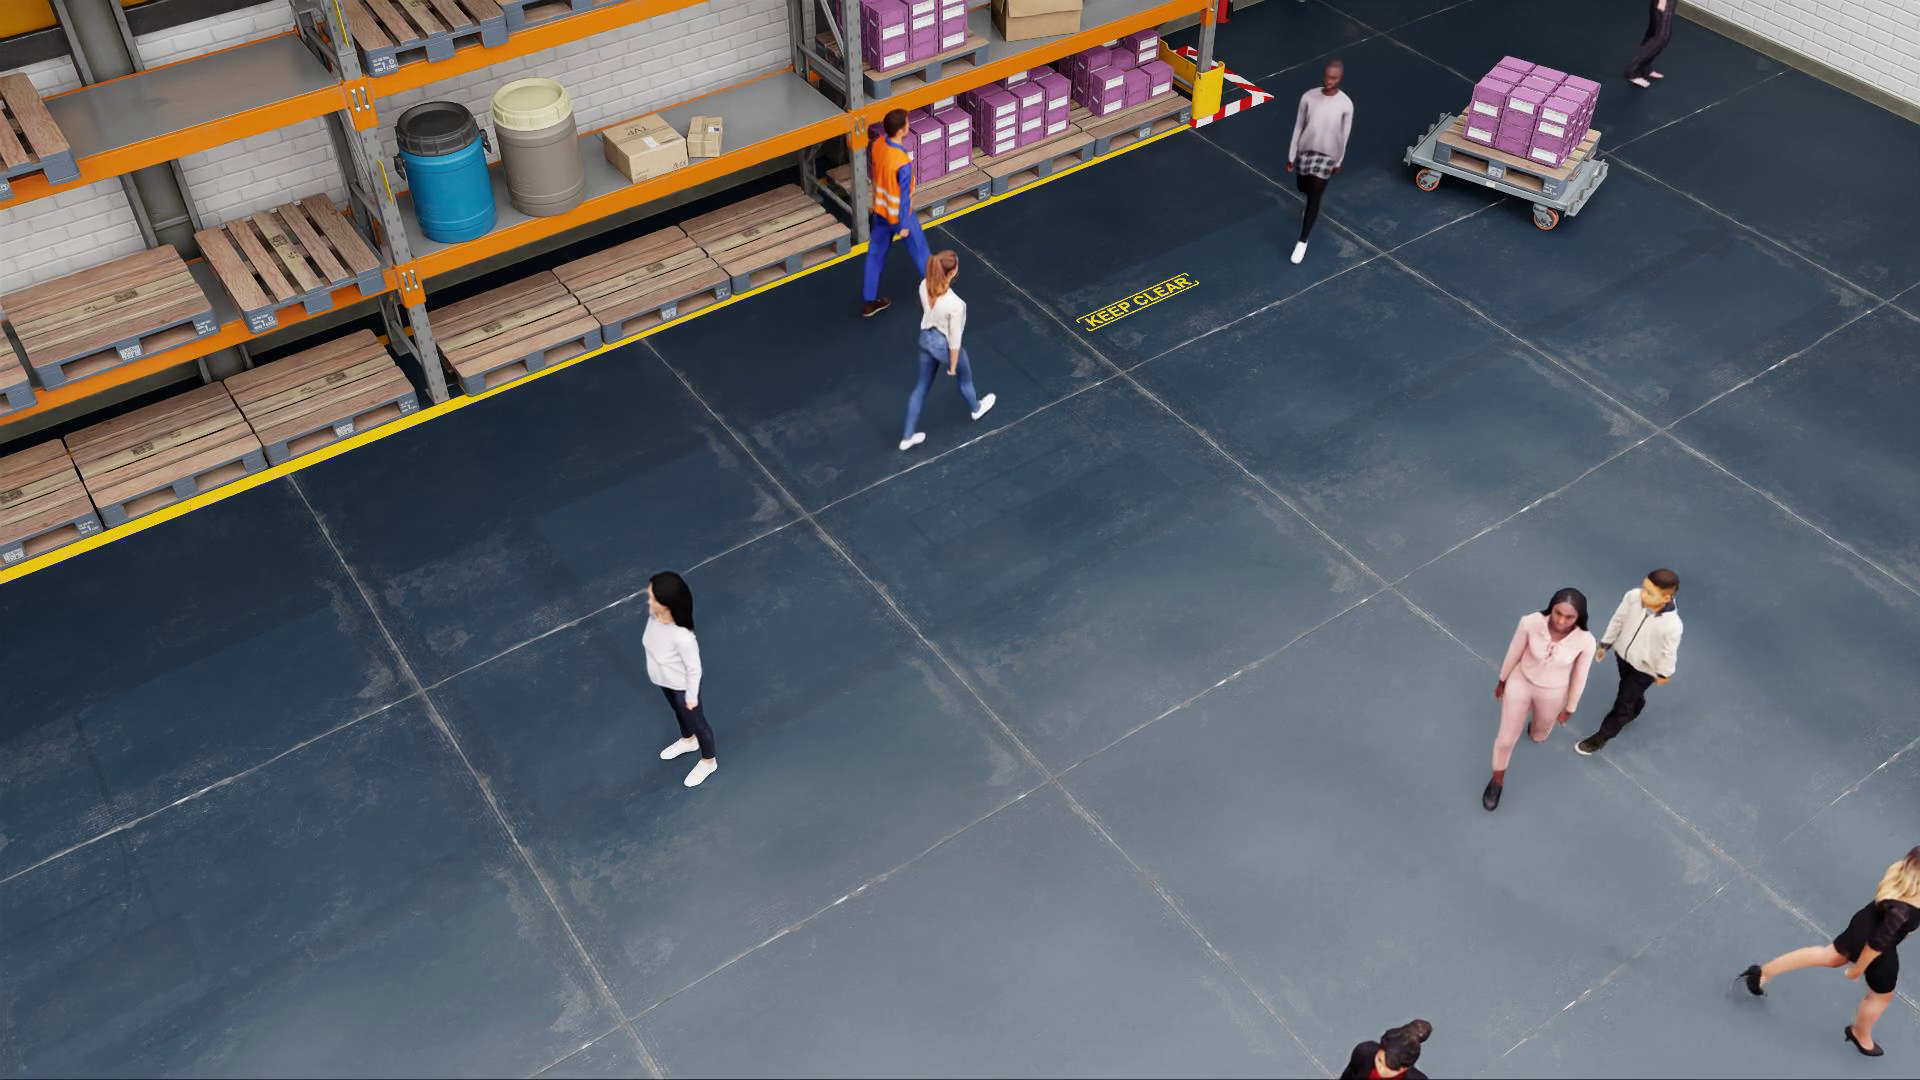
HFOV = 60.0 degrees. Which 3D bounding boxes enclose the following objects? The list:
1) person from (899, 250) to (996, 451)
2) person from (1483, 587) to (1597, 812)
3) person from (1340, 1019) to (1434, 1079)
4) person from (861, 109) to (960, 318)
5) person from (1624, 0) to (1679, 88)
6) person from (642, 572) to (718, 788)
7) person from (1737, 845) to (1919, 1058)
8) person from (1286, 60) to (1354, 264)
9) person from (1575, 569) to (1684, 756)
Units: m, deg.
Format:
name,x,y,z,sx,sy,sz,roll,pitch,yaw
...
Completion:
name,x,y,z,sx,sy,sz,roll,pitch,yaw
person,-0.212,-1.370,12.369,0.758,1.669,1.176,34,53,31
person,3.488,0.869,9.996,0.922,1.700,1.129,21,47,21
person,1.966,2.815,7.998,0.635,1.639,0.686,29,51,27
person,-0.609,-2.632,13.586,1.149,1.818,0.704,-27,50,-26
person,6.930,-5.431,16.488,0.860,1.867,0.767,15,46,15
person,-1.687,0.816,10.052,0.539,1.700,0.610,-28,50,-26
person,4.703,2.091,8.755,0.955,1.643,1.035,17,46,17
person,3.102,-3.361,14.406,1.021,1.741,1.234,17,46,17
person,4.299,0.697,10.374,0.879,1.427,0.673,-20,47,-20
